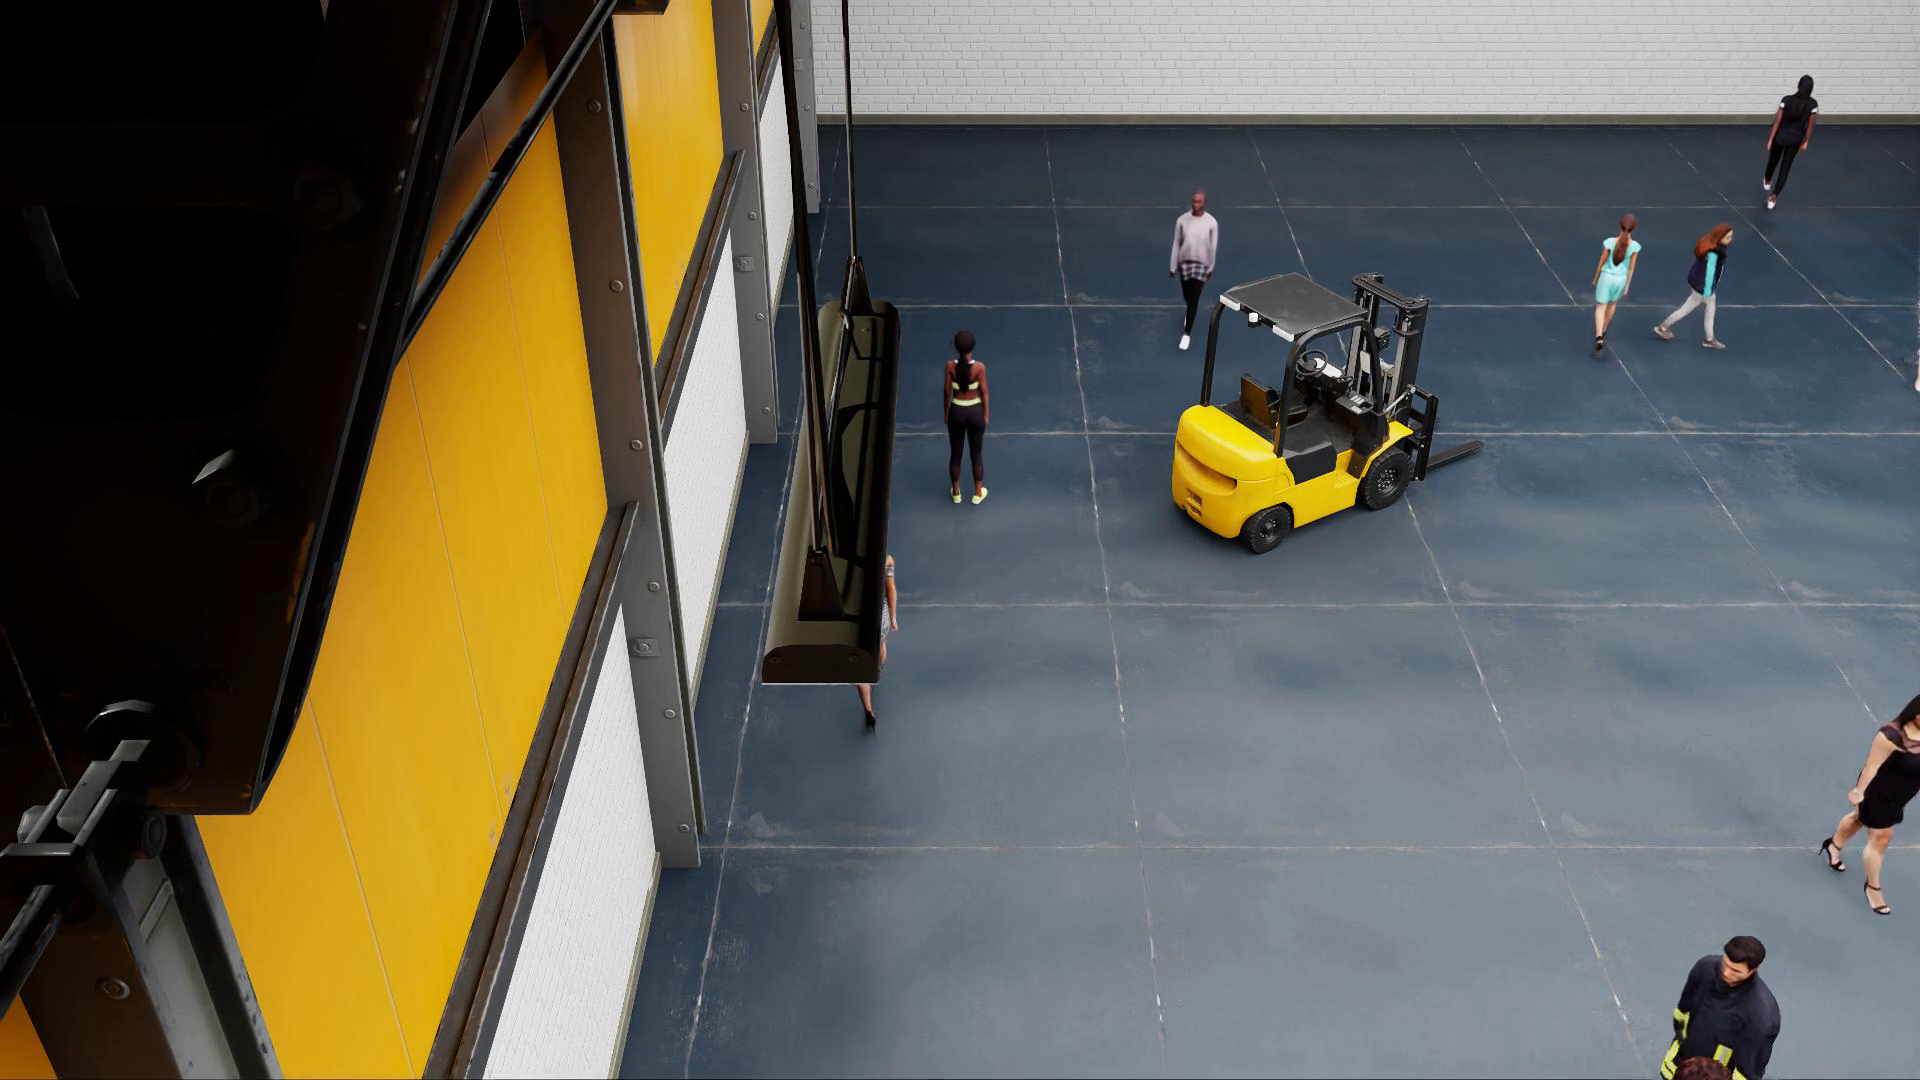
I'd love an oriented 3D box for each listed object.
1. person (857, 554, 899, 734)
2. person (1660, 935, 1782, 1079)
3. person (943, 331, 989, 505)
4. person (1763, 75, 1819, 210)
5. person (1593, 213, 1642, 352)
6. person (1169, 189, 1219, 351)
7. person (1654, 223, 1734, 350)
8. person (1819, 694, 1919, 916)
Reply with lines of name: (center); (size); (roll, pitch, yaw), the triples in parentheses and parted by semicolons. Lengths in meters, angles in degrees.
person: (-0.716, 0.688, 12.751); (0.632, 1.783, 1.049); (-1, 34, -1)
person: (4.309, 2.883, 9.344); (1.127, 1.899, 1.187); (-13, 36, -18)
person: (0.052, -1.138, 15.525); (0.583, 1.754, 0.527); (3, 34, 5)
person: (10.755, -5.139, 21.600); (0.958, 1.692, 1.224); (14, 36, 19)
person: (7.157, -2.810, 18.240); (0.763, 1.533, 1.075); (9, 35, 14)
person: (2.601, -3.073, 18.460); (0.883, 1.727, 1.246); (10, 35, 15)
person: (8.106, -2.807, 18.299); (0.954, 1.463, 1.015); (17, 37, 24)
person: (6.235, 1.664, 11.369); (0.913, 1.689, 1.025); (-17, 37, -23)
